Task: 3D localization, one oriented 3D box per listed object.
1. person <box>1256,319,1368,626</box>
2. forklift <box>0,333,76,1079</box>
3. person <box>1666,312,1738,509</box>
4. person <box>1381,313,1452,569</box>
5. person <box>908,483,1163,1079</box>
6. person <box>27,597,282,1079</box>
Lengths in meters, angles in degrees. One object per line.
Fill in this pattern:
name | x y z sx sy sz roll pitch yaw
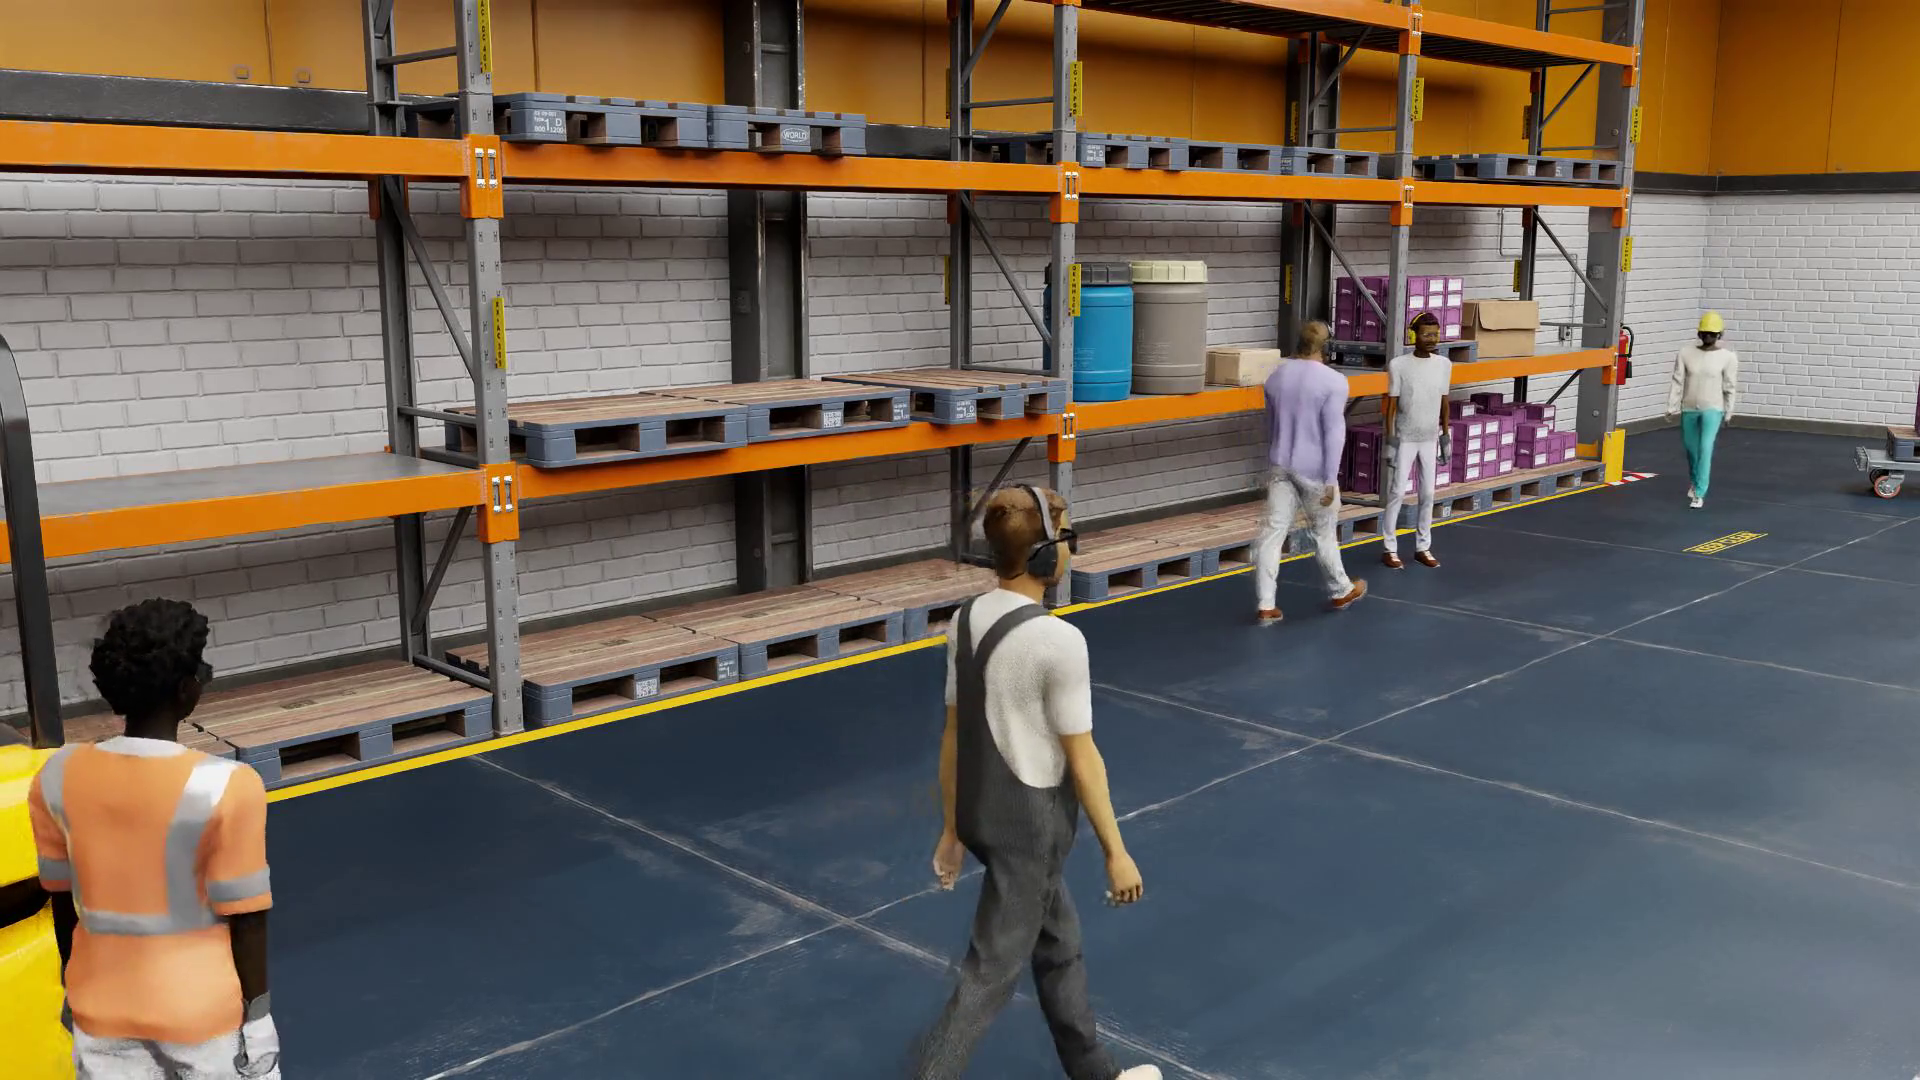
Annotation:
person | 2.182 -0.428 10.421 0.999 1.883 0.659 -10 14 -43
forklift | -3.289 0.485 4.582 1.214 2.155 2.313 -10 14 -44
person | 6.683 -1.185 14.946 0.528 1.733 0.833 8 13 38
person | 3.311 -0.713 12.042 0.511 1.860 0.318 -2 11 -11
person | 0.137 0.751 4.240 0.978 1.802 0.517 -5 12 -27
person | -1.663 0.965 3.377 0.543 1.681 0.670 2 11 13
